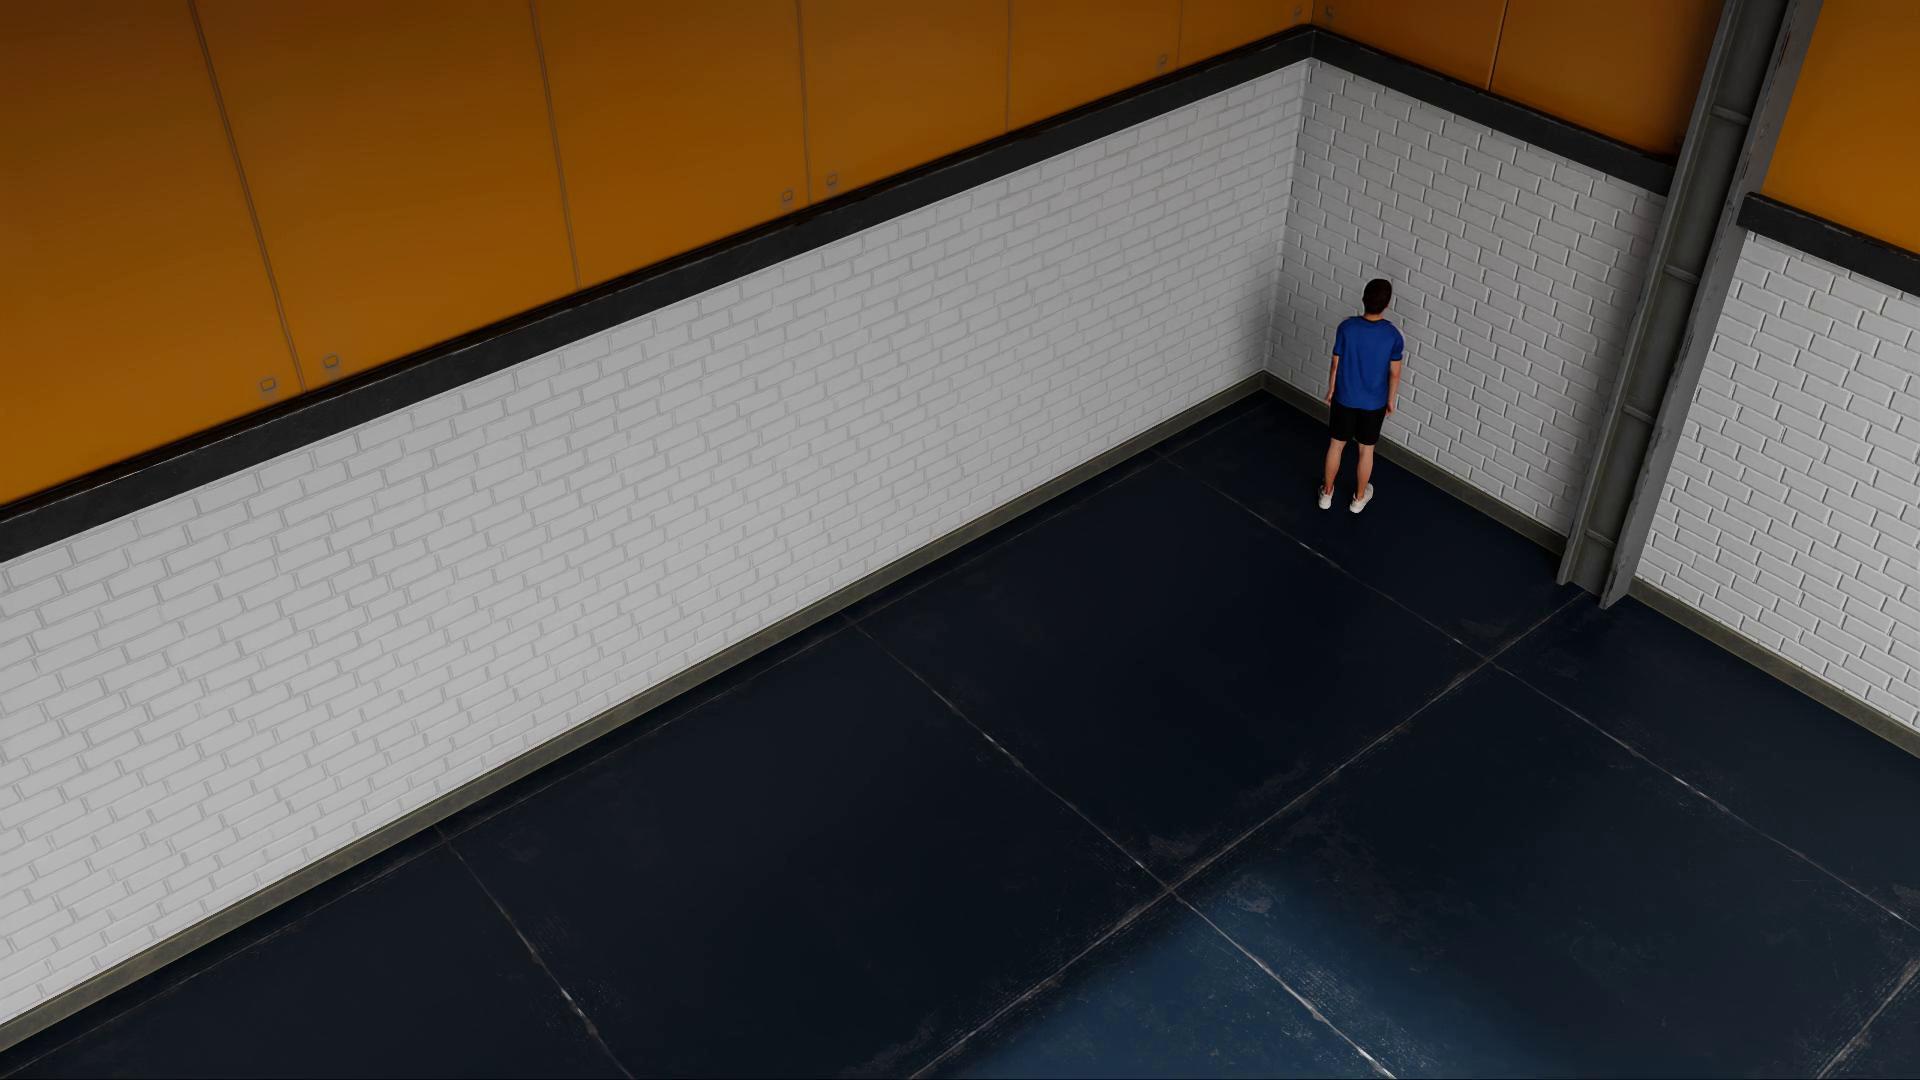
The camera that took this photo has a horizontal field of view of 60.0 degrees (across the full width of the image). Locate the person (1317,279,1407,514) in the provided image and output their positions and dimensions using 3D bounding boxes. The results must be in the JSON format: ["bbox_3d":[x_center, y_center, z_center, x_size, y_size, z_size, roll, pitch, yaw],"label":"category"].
[{"bbox_3d":[2.834,-1.023,11.786,0.700,1.866,0.797,10,40,12],"label":"person"}]
